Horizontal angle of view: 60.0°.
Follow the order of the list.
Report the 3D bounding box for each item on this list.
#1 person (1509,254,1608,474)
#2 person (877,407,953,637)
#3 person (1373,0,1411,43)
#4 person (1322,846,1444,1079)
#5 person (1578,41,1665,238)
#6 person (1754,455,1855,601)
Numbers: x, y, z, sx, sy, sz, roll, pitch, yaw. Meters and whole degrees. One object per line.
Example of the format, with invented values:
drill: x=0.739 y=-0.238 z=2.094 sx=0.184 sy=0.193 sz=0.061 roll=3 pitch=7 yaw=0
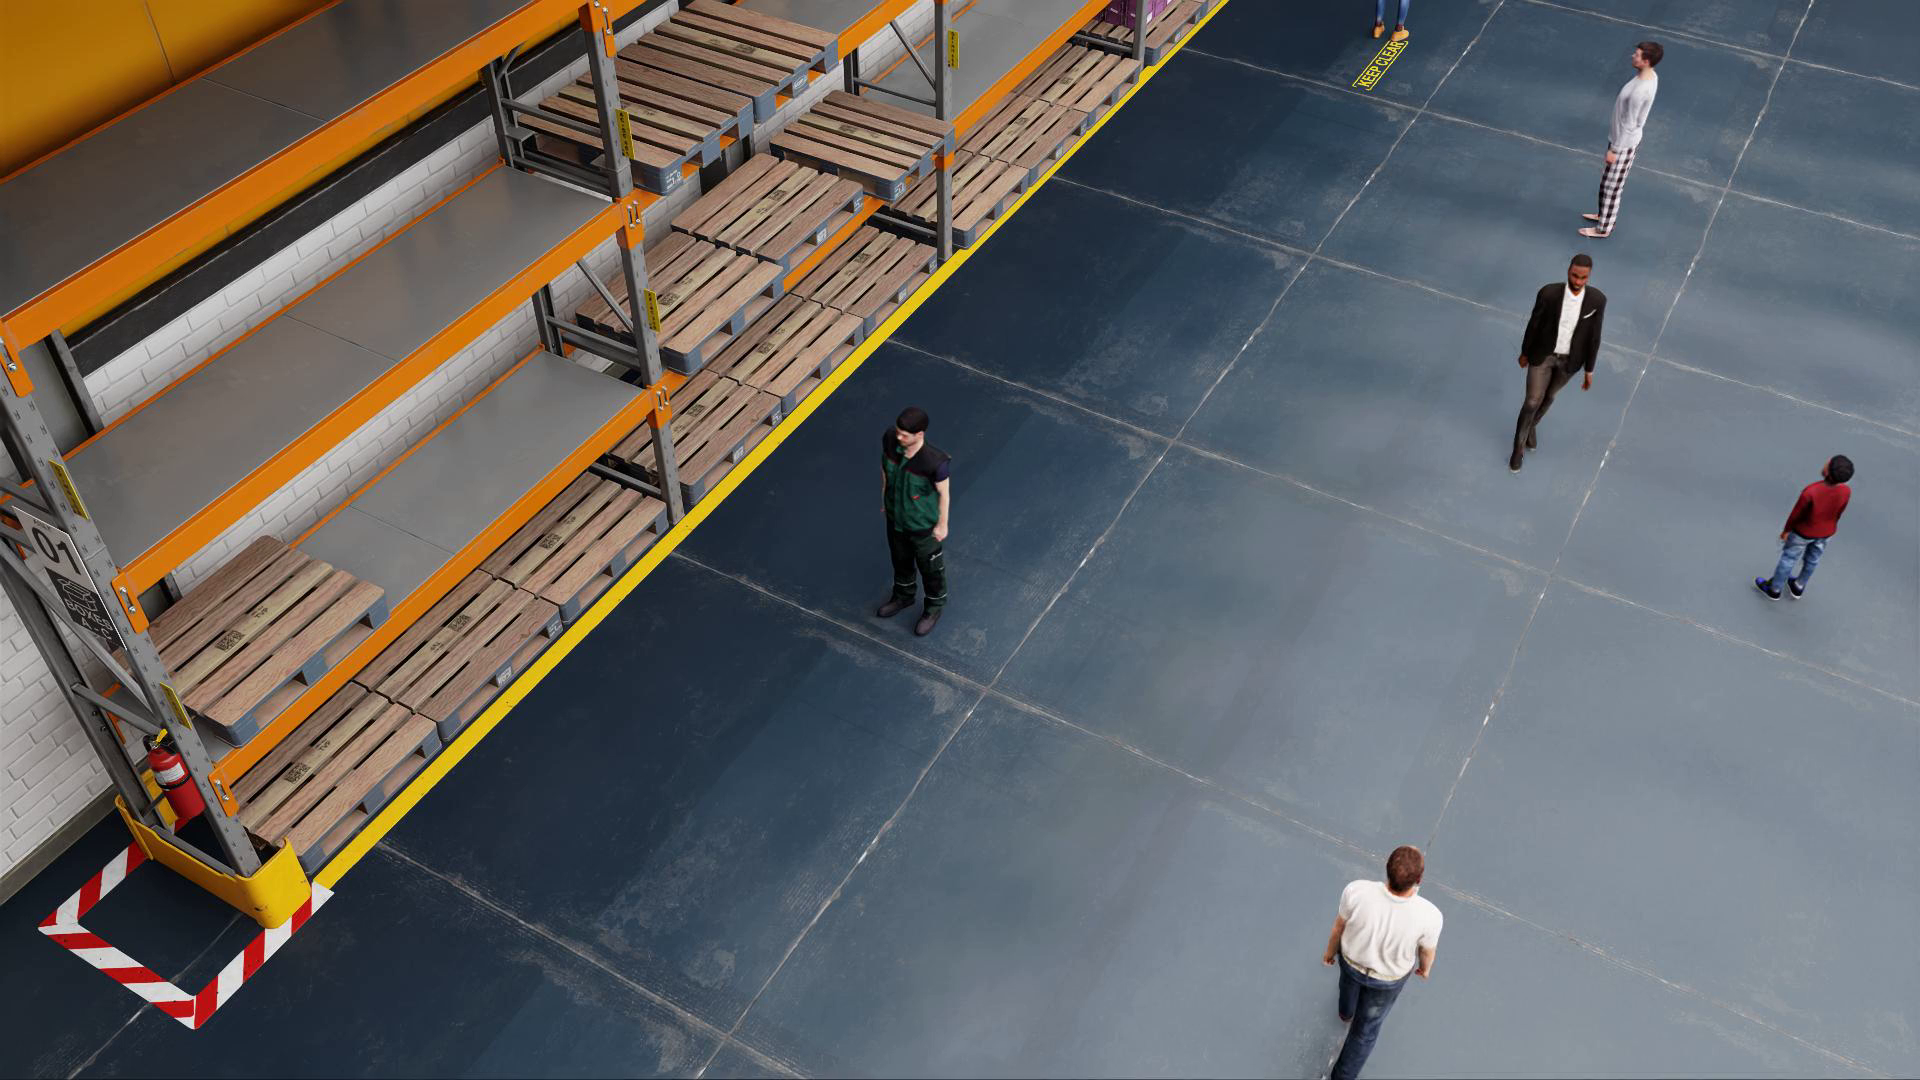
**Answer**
person: x=4.465 y=-1.420 z=12.507 sx=0.864 sy=1.782 sz=0.986 roll=5 pitch=44 yaw=5
person: x=-0.297 y=-0.167 z=11.106 sx=0.699 sy=1.900 sz=0.609 roll=27 pitch=50 yaw=26
person: x=4.637 y=-6.093 z=17.463 sx=0.610 sy=1.713 sz=0.518 roll=24 pitch=49 yaw=23
person: x=2.100 y=2.277 z=8.591 sx=0.660 sy=1.830 sz=0.950 roll=21 pitch=47 yaw=21
person: x=5.870 y=-3.532 z=14.676 sx=0.688 sy=1.847 sz=0.476 roll=19 pitch=47 yaw=19
person: x=5.886 y=-0.077 z=11.482 sx=0.577 sy=1.251 sz=0.613 roll=-2 pitch=44 yaw=-2
